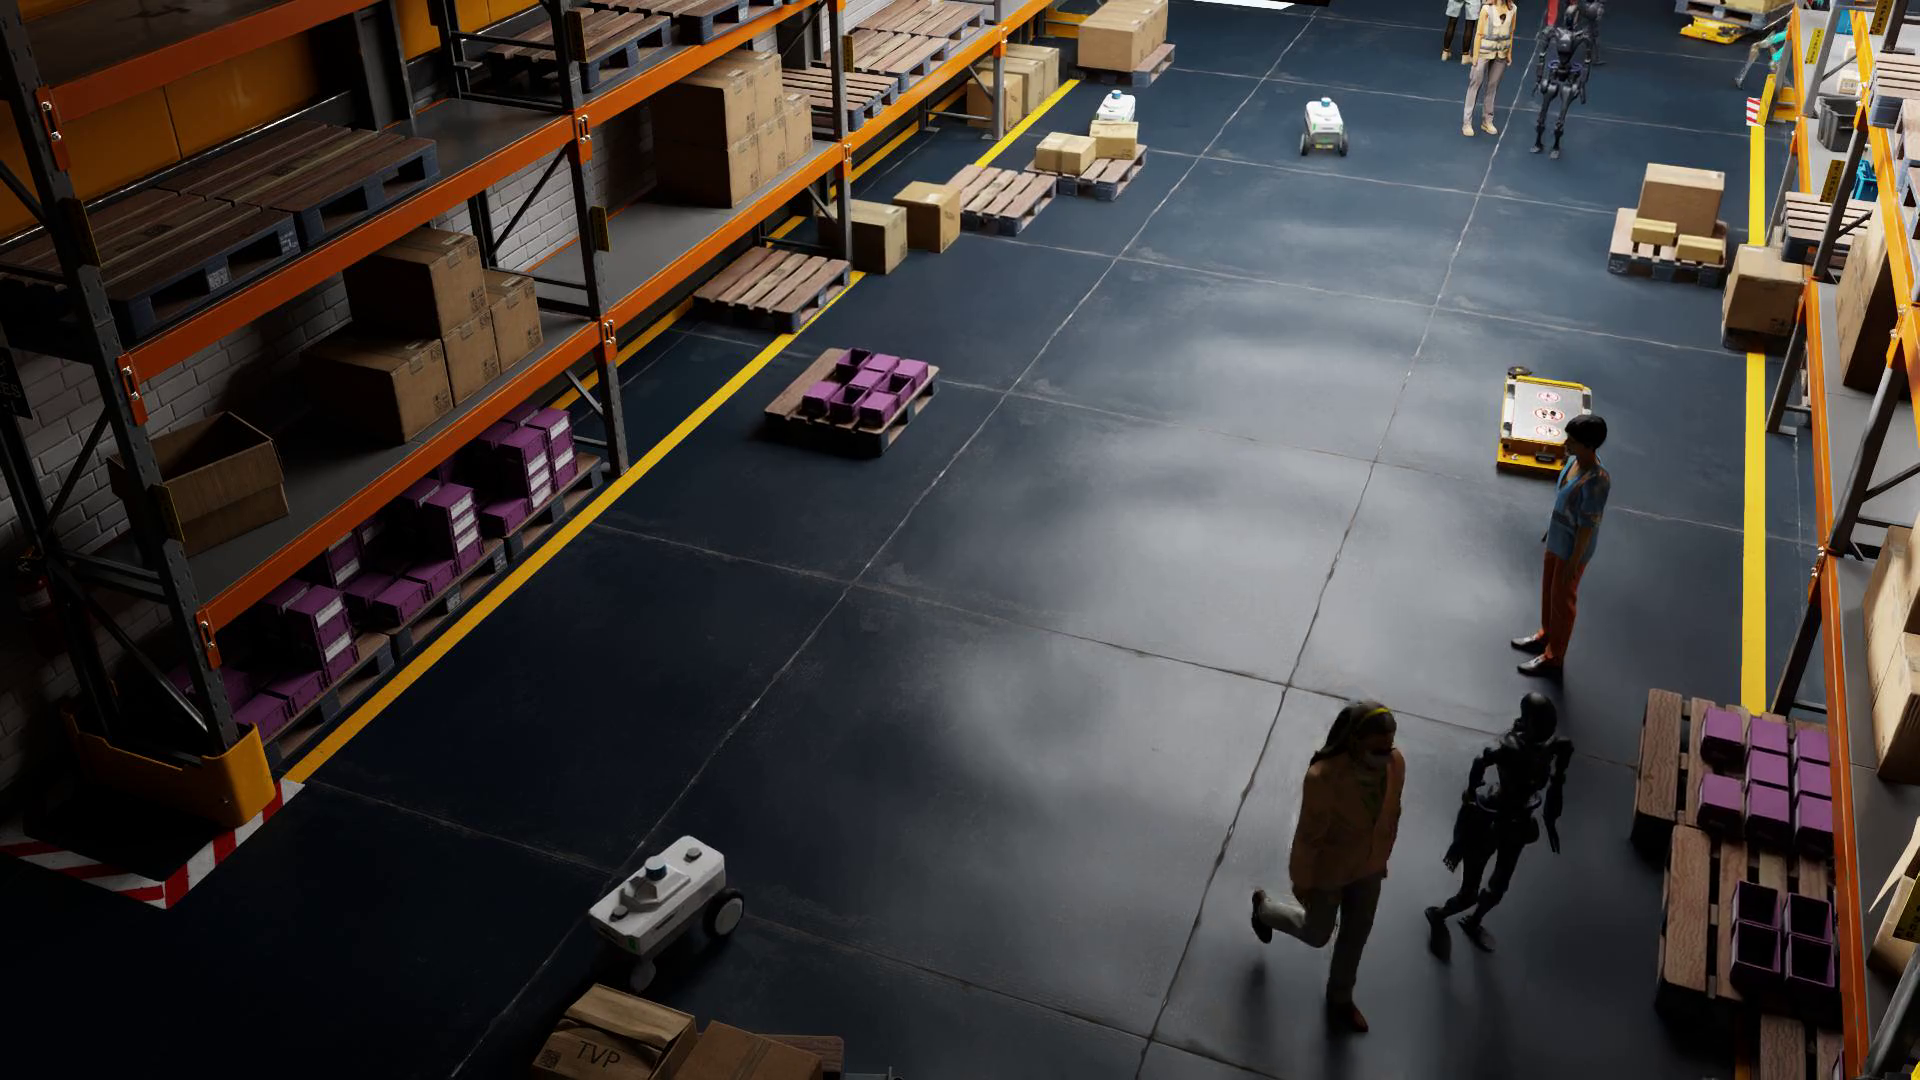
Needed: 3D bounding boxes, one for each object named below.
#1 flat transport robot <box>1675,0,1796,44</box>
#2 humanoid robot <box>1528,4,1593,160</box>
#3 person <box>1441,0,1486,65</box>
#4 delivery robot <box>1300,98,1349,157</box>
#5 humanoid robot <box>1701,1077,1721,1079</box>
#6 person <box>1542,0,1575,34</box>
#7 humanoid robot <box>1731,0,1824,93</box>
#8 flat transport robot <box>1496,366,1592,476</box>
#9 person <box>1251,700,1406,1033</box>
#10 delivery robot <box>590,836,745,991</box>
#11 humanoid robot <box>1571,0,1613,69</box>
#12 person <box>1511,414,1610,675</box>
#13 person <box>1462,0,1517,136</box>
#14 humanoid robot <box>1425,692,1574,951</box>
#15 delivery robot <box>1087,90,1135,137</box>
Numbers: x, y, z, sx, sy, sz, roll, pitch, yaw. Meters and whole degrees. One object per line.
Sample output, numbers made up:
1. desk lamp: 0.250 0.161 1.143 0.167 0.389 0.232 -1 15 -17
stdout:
1. flat transport robot: 10.353 -6.958 22.360 1.431 0.231 0.659 -27 41 -35
2. humanoid robot: 6.492 -4.936 17.938 0.596 1.660 0.327 19 37 27
3. person: 6.369 -6.843 20.874 0.534 1.693 0.321 22 39 31
4. delivery robot: 4.025 -4.576 18.415 0.499 0.599 0.784 2 33 3
5. humanoid robot: 2.693 2.752 6.010 0.540 1.762 1.009 -20 38 -28
6. person: 7.988 -7.595 21.986 0.554 1.734 0.527 25 40 33
7. humanoid robot: 9.722 -6.148 19.762 0.964 1.764 0.543 9 34 13
8. flat transport robot: 4.585 -0.928 13.028 0.659 0.231 1.431 10 34 15
9. person: 1.765 1.468 7.870 0.560 1.852 0.702 -14 35 -20
10. delivery robot: -1.509 1.852 8.465 0.499 0.598 0.791 22 39 30
11. humanoid robot: 7.939 -6.698 20.679 0.687 1.621 0.612 3 33 5
12. person: 3.708 0.027 10.180 0.332 1.759 0.498 2 33 2
13. person: 5.943 -5.413 18.578 0.464 1.778 0.310 -7 33 -10
14. humanoid robot: 2.663 1.383 8.164 0.602 1.644 0.365 -8 34 -12
15. delivery robot: 1.736 -4.732 18.648 0.499 0.592 0.774 8 34 12
